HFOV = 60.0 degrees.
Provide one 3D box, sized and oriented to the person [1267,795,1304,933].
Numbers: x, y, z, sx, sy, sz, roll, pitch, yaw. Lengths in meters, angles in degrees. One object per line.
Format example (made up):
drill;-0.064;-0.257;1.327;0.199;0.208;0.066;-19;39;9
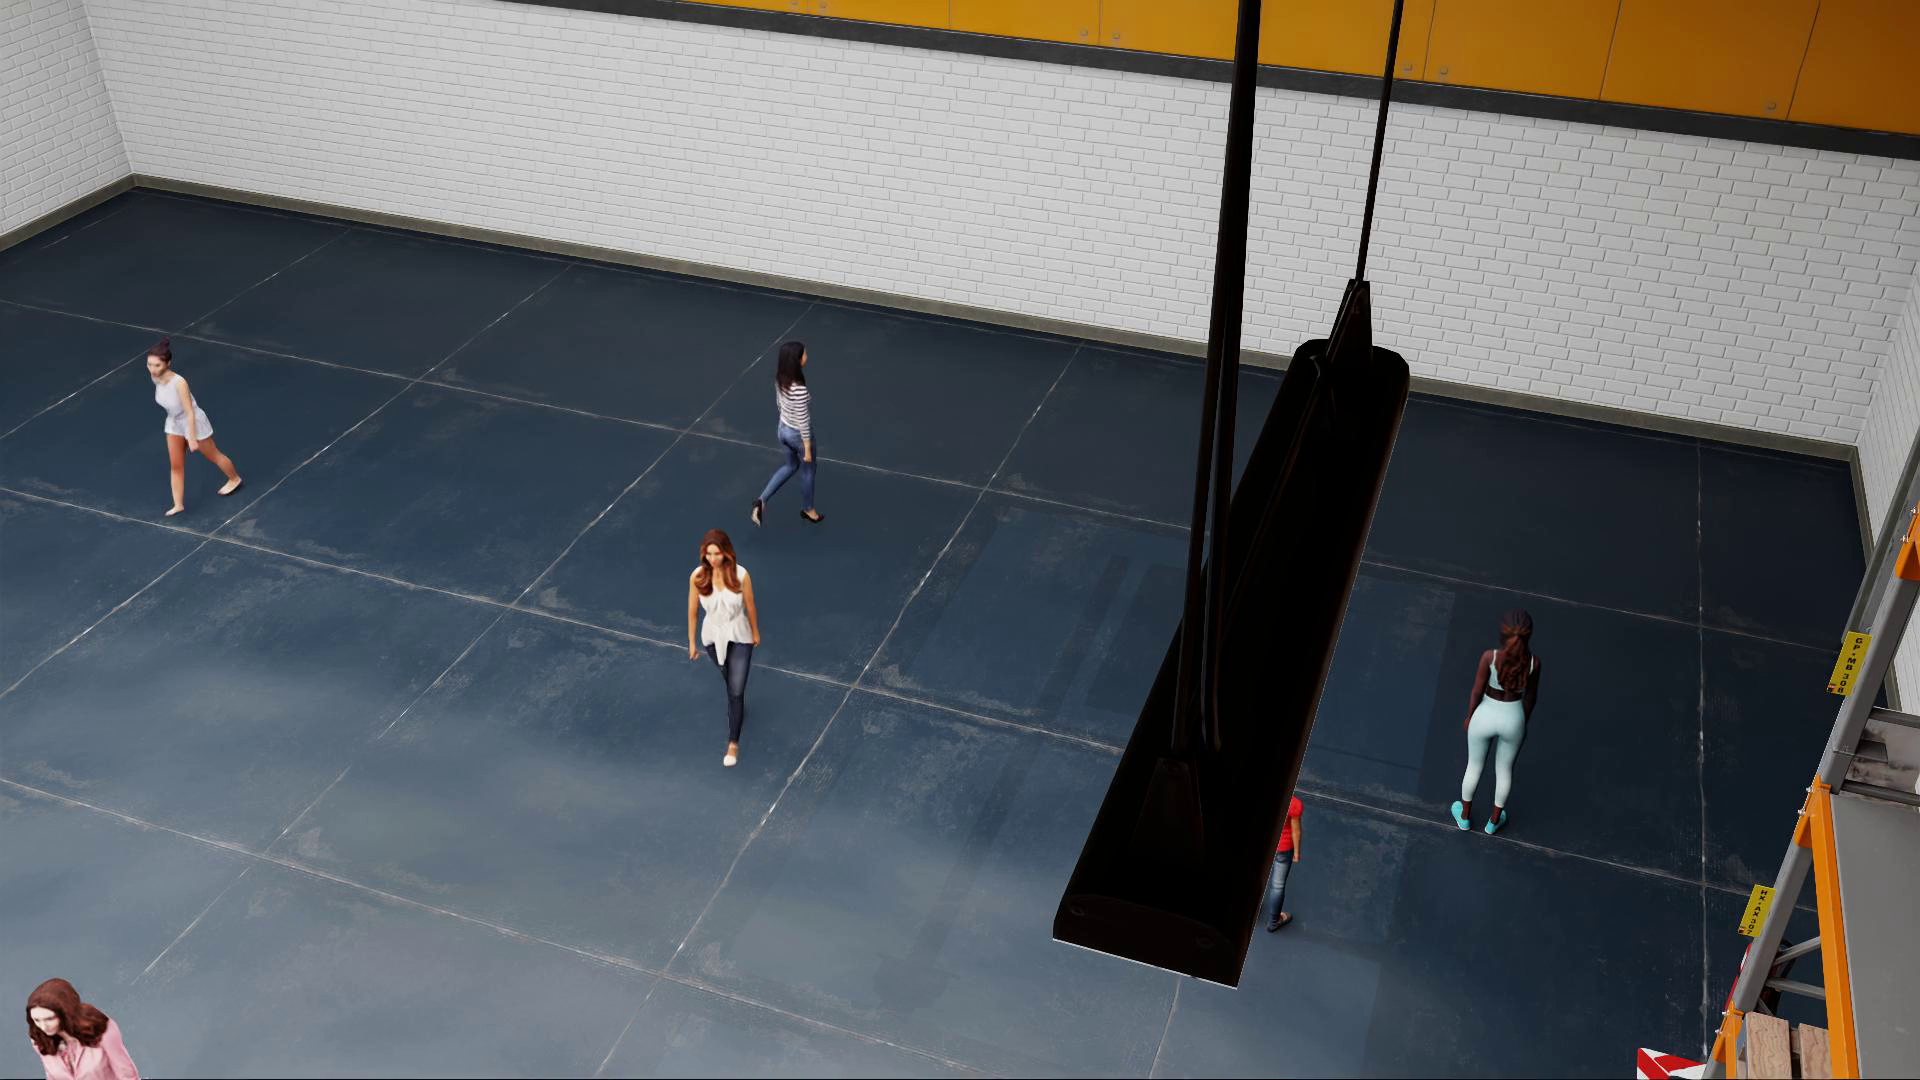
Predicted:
person;1.920;1.854;10.204;0.542;1.309;0.547;23;40;30

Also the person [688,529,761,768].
person;-1.619;0.642;11.642;0.818;1.738;1.161;2;34;3

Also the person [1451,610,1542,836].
person;3.500;1.193;10.823;0.583;1.726;0.559;7;34;11

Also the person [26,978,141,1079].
person;-4.246;2.791;8.386;0.976;1.762;1.211;-5;34;-8

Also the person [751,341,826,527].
person;-1.440;-0.806;13.788;1.047;1.772;0.917;-21;39;-29

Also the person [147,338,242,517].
person;-6.578;-1.025;14.284;0.631;1.589;1.012;18;38;25
